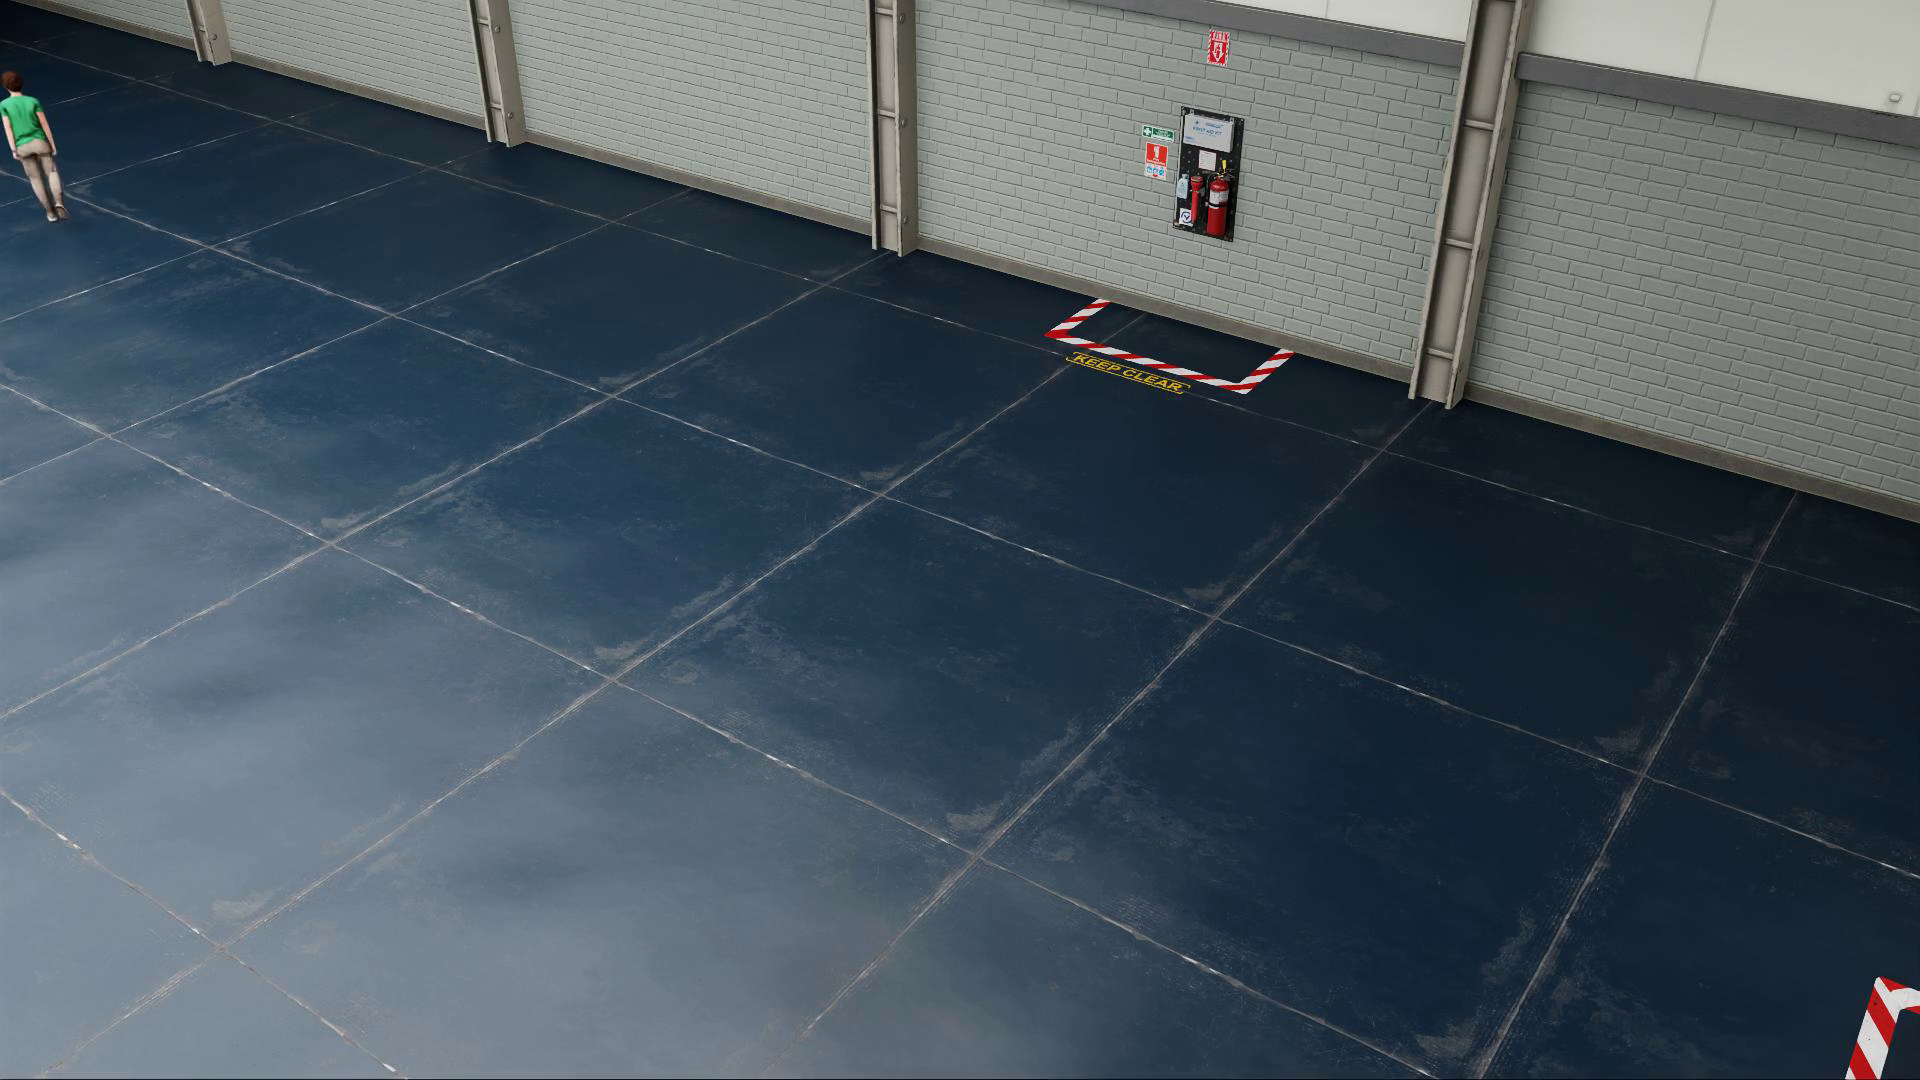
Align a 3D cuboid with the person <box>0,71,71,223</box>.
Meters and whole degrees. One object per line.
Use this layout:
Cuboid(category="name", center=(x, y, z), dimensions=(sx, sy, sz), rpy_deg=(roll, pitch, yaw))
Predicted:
Cuboid(category="person", center=(-9.942, -4.189, 17.859), dimensions=(0.759, 1.641, 0.894), rpy_deg=(-18, 36, -26))
